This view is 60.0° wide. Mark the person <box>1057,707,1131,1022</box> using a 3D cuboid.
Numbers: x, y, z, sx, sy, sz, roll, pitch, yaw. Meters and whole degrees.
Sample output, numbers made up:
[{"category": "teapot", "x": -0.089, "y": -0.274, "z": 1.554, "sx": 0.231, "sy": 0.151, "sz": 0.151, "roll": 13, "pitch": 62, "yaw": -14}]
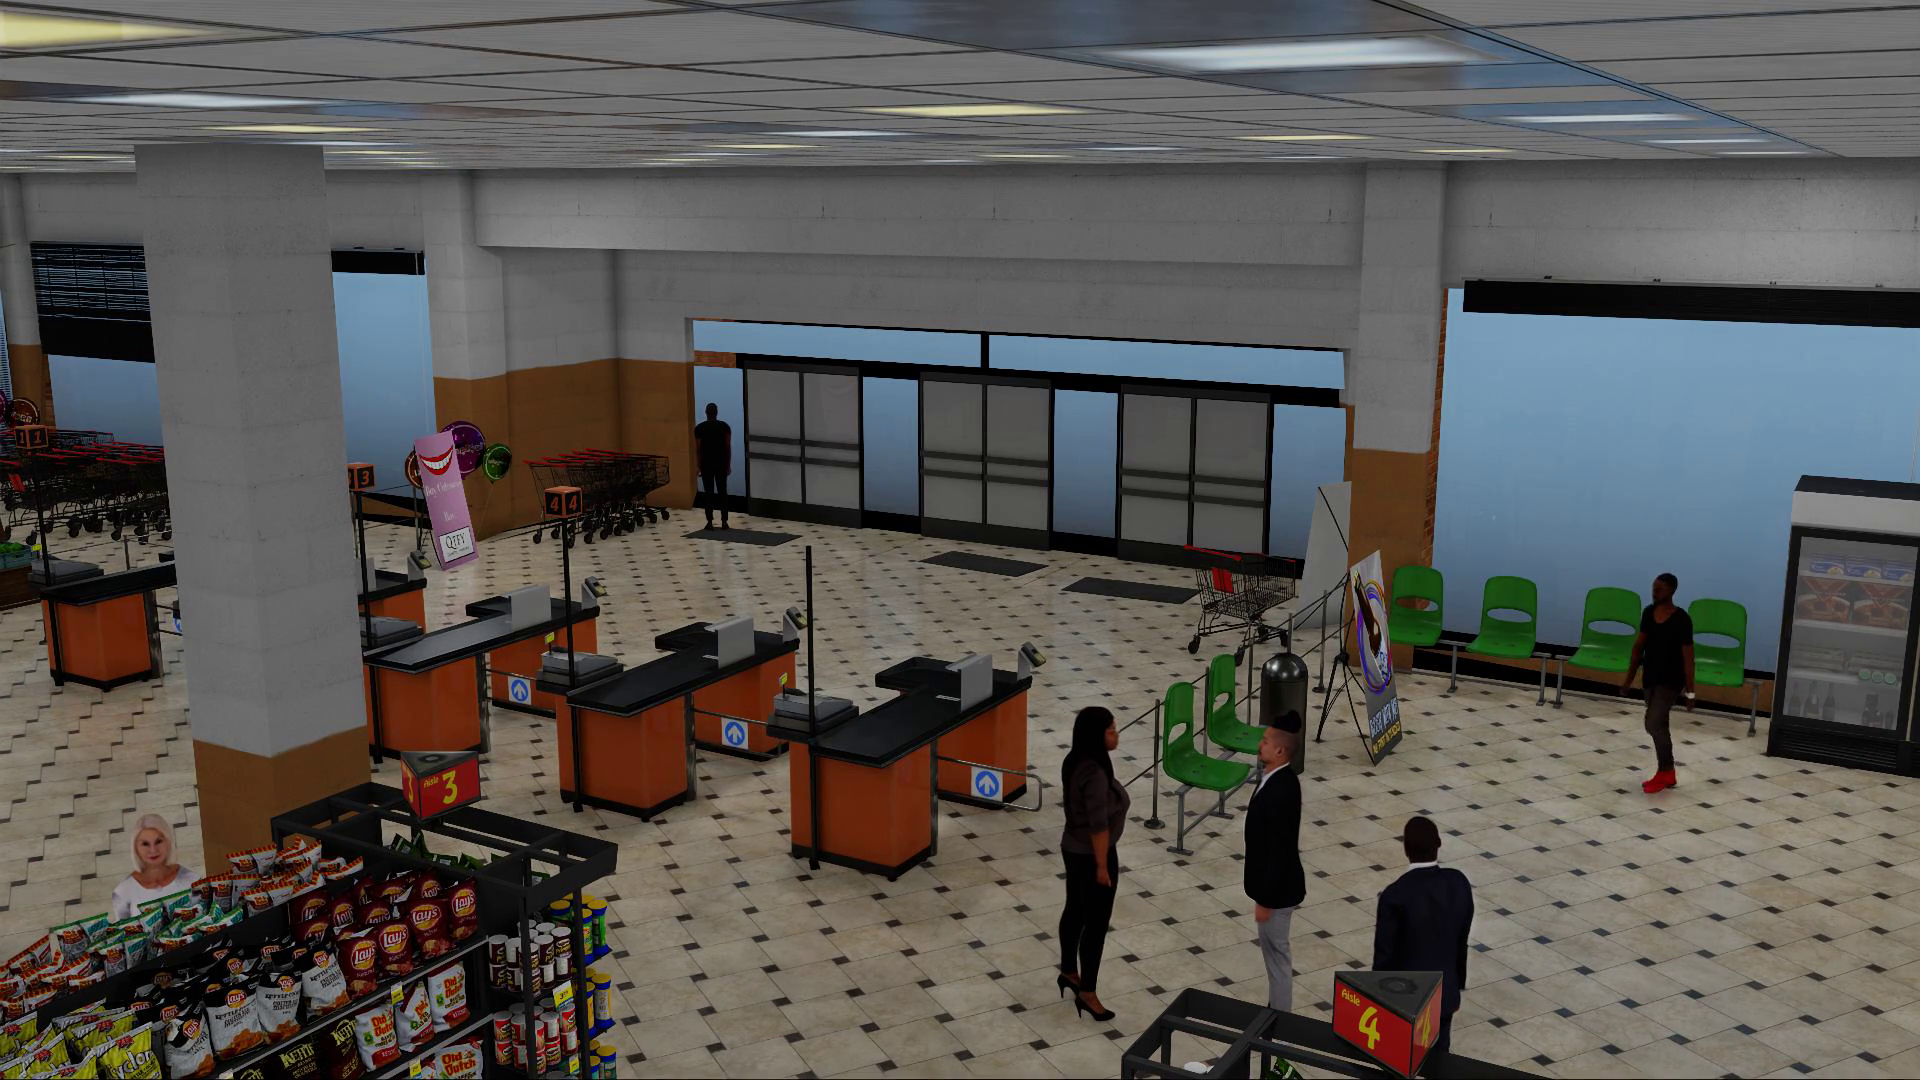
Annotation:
[{"category": "person", "x": 0.744, "y": 1.858, "z": 9.661, "sx": 0.804, "sy": 1.840, "sz": 0.744, "roll": -3, "pitch": 12, "yaw": -15}]

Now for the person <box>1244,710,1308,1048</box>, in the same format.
[{"category": "person", "x": 1.765, "y": 2.191, "z": 9.352, "sx": 0.827, "sy": 1.316, "sz": 0.648, "roll": 2, "pitch": 12, "yaw": 10}]

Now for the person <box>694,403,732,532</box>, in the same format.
[{"category": "person", "x": -3.464, "y": -1.032, "z": 23.433, "sx": 0.741, "sy": 1.820, "sz": 0.796, "roll": -3, "pitch": 12, "yaw": -14}]

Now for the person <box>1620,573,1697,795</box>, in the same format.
[{"category": "person", "x": 5.692, "y": 1.130, "z": 13.263, "sx": 0.876, "sy": 1.781, "sz": 0.816, "roll": -3, "pitch": 12, "yaw": -15}]

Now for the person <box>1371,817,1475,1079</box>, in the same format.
[{"category": "person", "x": 2.205, "y": 2.210, "z": 8.030, "sx": 0.760, "sy": 1.824, "sz": 0.841, "roll": -4, "pitch": 13, "yaw": -20}]

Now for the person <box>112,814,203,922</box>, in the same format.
[{"category": "person", "x": -3.963, "y": 2.195, "z": 8.297, "sx": 0.562, "sy": 1.742, "sz": 0.691, "roll": -9, "pitch": 15, "yaw": -38}]
